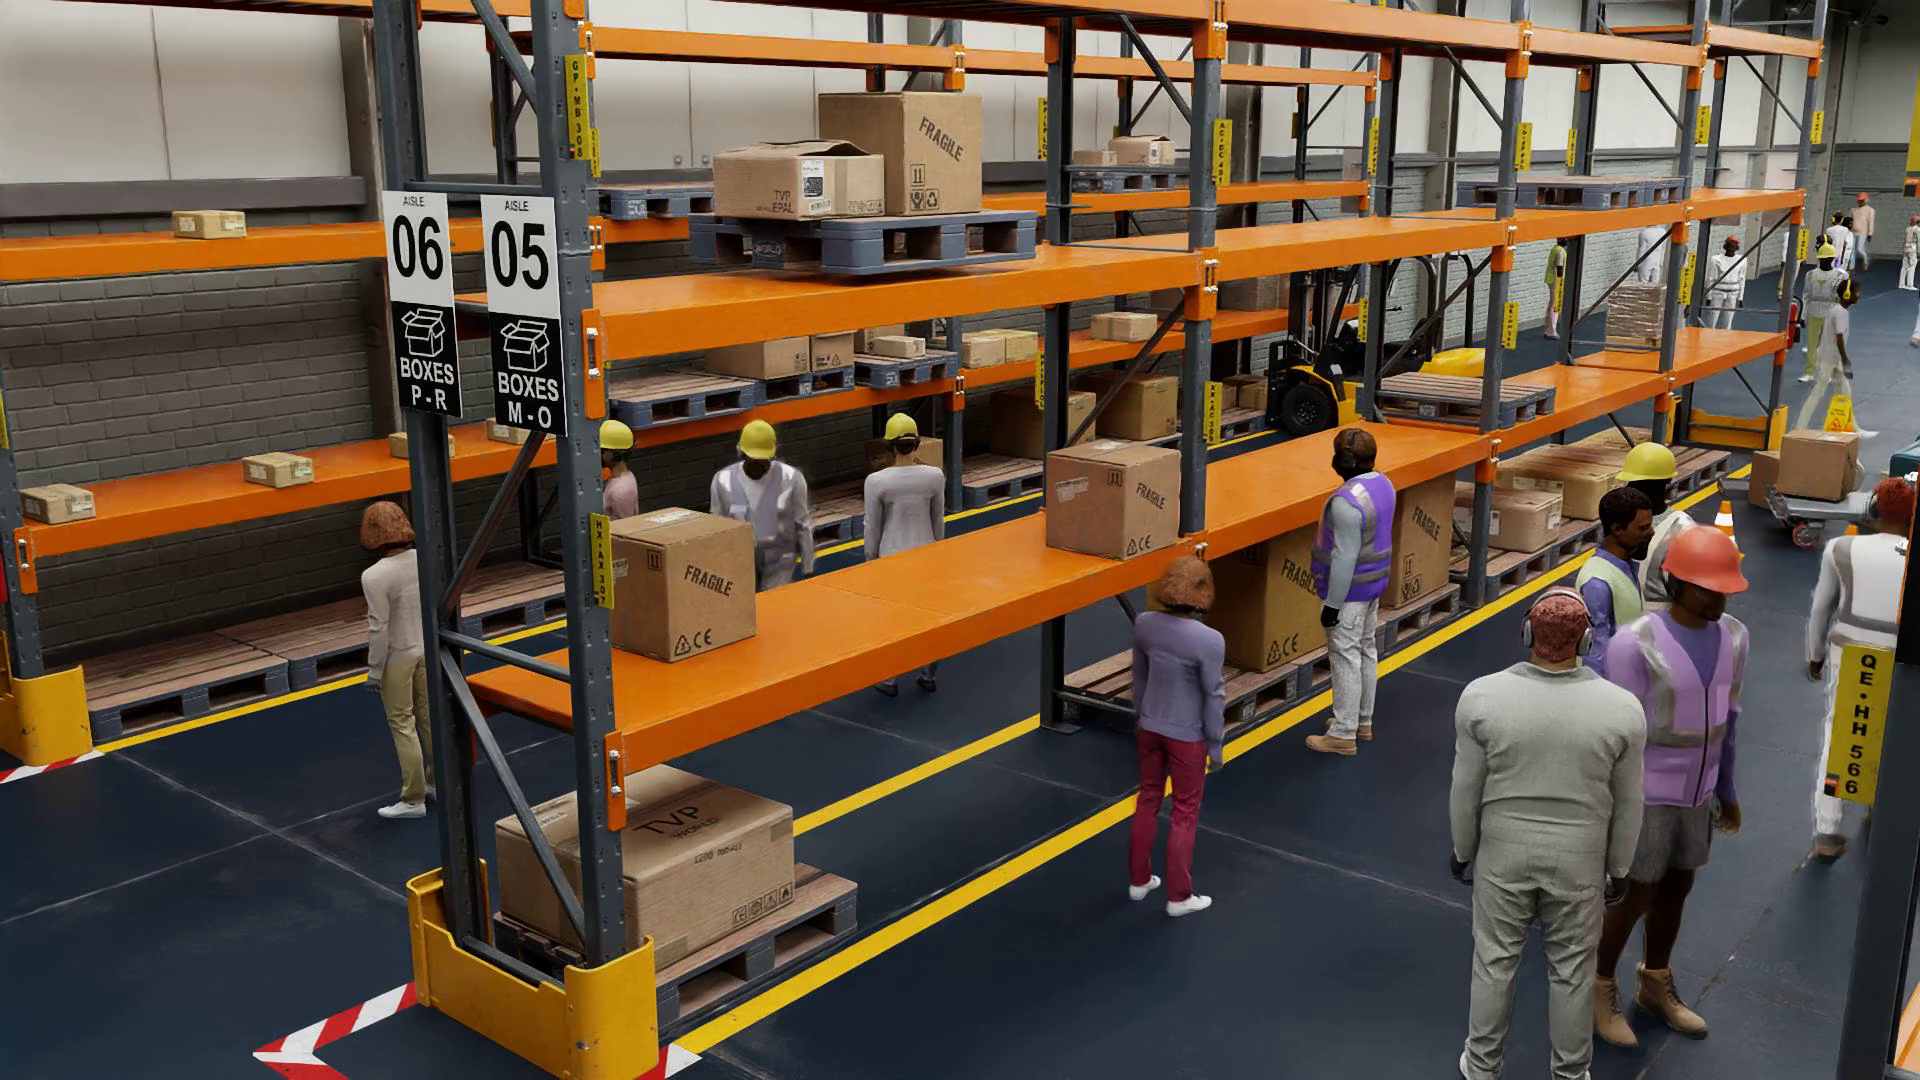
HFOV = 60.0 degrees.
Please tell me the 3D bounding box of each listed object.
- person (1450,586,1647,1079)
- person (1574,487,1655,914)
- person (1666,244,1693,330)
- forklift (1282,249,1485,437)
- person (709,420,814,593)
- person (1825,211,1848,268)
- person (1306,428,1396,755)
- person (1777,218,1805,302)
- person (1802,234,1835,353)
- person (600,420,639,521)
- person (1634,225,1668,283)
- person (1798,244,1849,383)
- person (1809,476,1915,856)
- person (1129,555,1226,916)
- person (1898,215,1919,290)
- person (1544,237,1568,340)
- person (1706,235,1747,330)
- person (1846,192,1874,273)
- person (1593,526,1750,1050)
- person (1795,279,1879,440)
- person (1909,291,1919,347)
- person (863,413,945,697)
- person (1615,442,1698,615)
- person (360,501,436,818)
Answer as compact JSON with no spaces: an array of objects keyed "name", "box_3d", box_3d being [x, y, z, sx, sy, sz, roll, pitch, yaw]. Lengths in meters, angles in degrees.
[{"name":"person","box_3d":[2.054,1.094,5.891,0.640,1.909,0.409,4,14,17]},{"name":"person","box_3d":[2.878,0.698,7.478,0.393,1.920,0.591,7,15,26]},{"name":"person","box_3d":[10.581,-3.465,24.579,0.327,1.843,0.516,-6,15,-23]},{"name":"forklift","box_3d":[4.886,-2.214,18.767,2.313,2.155,1.214,11,18,38]},{"name":"person","box_3d":[-1.210,0.170,9.892,0.633,1.779,0.812,1,14,6]},{"name":"person","box_3d":[17.679,-5.717,33.699,0.514,1.873,0.329,-3,14,-11]},{"name":"person","box_3d":[2.177,0.283,9.328,0.429,1.841,0.633,9,17,33]},{"name":"person","box_3d":[17.019,-5.716,33.957,0.573,1.739,0.348,-5,15,-19]},{"name":"person","box_3d":[13.605,-3.891,26.295,0.337,1.856,0.526,8,16,29]},{"name":"person","box_3d":[-2.041,0.155,9.999,0.304,1.772,0.528,-3,14,-12]},{"name":"person","box_3d":[13.286,-5.346,32.117,0.638,1.908,0.409,-5,15,-21]},{"name":"person","box_3d":[11.963,-3.133,23.086,0.388,1.922,0.587,-11,18,-38]},{"name":"person","box_3d":[4.431,0.594,8.089,0.595,1.835,0.978,11,17,37]},{"name":"person","box_3d":[0.971,0.867,7.400,0.296,1.625,0.513,-13,19,-42]},{"name":"person","box_3d":[21.028,-6.346,36.741,0.307,1.636,0.525,-2,14,-6]},{"name":"person","box_3d":[10.005,-4.276,27.892,0.378,1.839,0.569,2,14,9]},{"name":"person","box_3d":[11.803,-3.751,25.663,0.574,1.886,0.360,1,14,3]},{"name":"person","box_3d":[22.218,-7.585,41.079,0.536,1.978,0.621,-8,16,-30]},{"name":"person","box_3d":[2.704,0.936,6.266,0.656,2.035,0.421,-5,15,-21]},{"name":"person","box_3d":[9.865,-1.982,18.567,0.911,1.828,0.523,9,16,33]},{"name":"person","box_3d":[15.756,-4.028,26.893,0.912,1.829,0.598,-8,16,-31]},{"name":"person","box_3d":[-0.344,0.091,10.286,0.518,1.757,0.338,-4,14,-16]},{"name":"person","box_3d":[3.454,0.451,8.465,0.384,1.925,0.593,-5,15,-19]},{"name":"person","box_3d":[-2.838,0.605,8.443,0.269,1.632,0.505,4,14,16]}]
